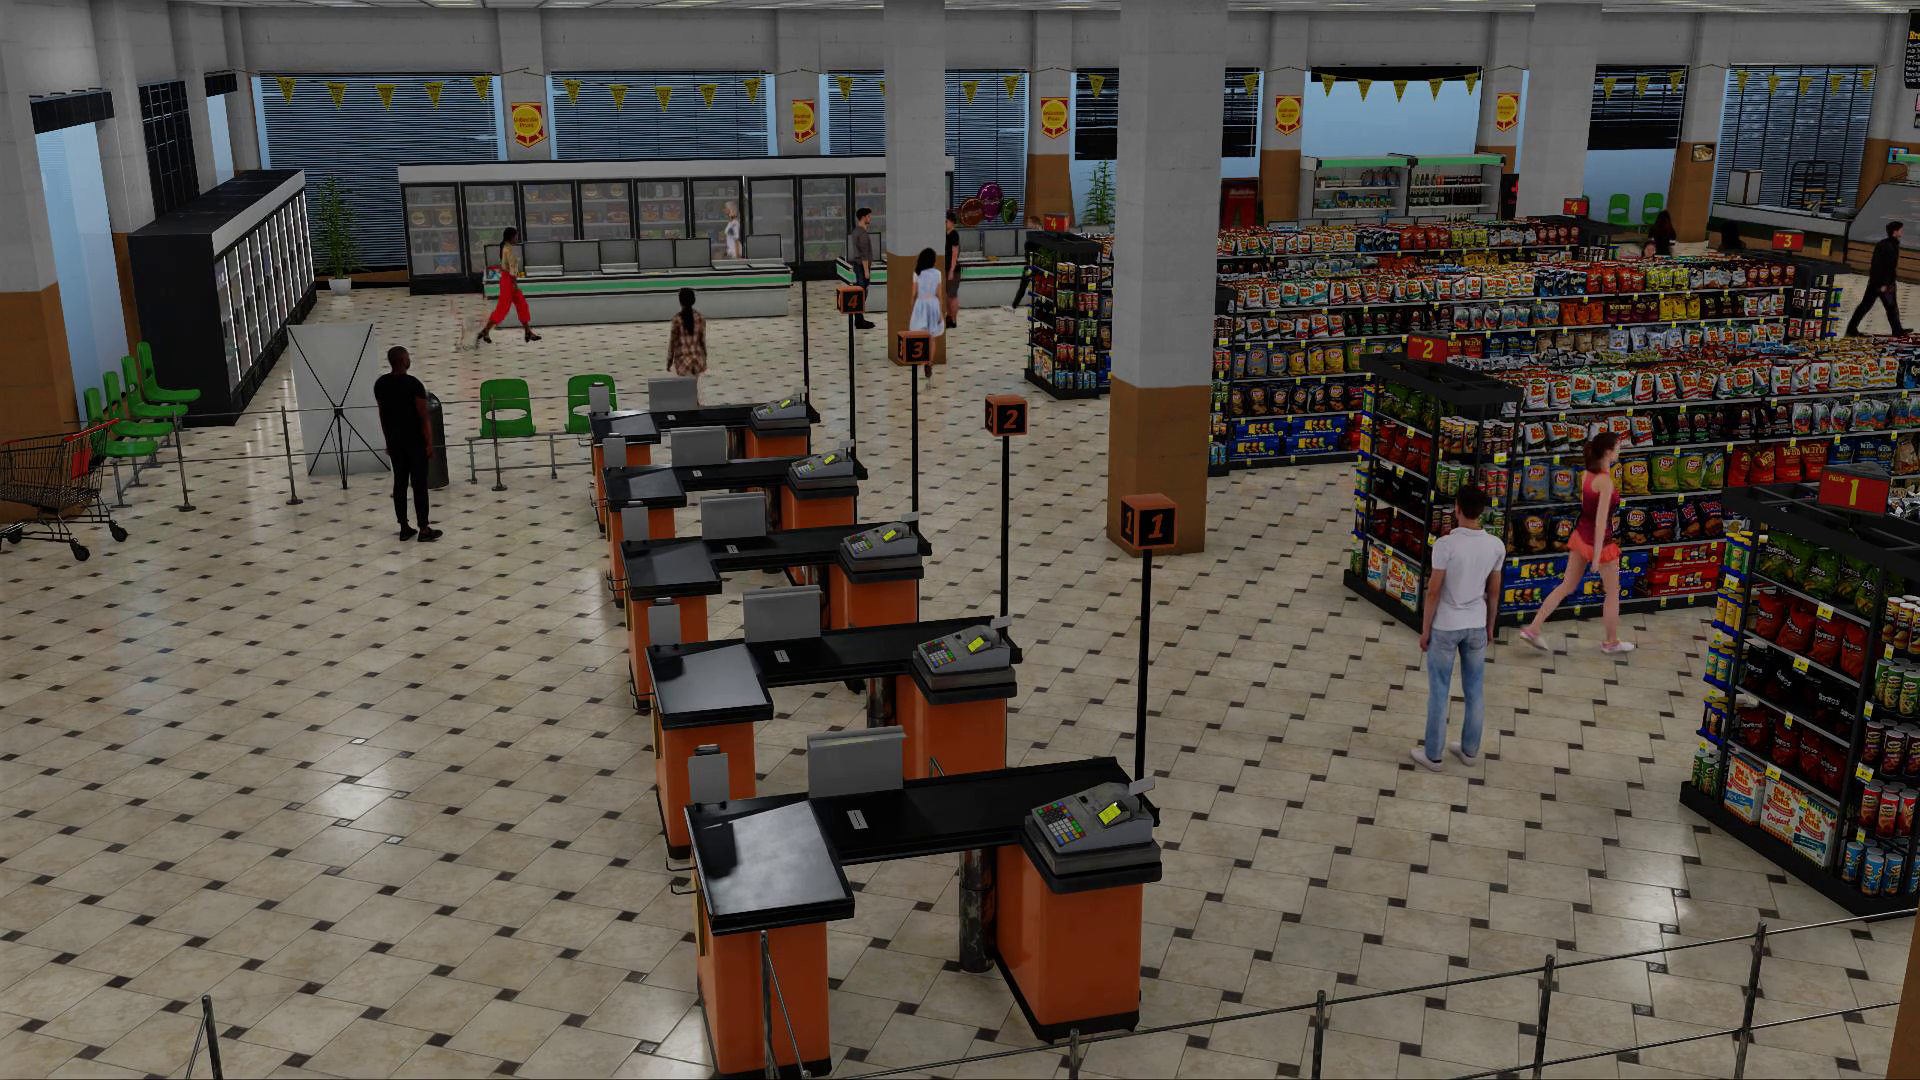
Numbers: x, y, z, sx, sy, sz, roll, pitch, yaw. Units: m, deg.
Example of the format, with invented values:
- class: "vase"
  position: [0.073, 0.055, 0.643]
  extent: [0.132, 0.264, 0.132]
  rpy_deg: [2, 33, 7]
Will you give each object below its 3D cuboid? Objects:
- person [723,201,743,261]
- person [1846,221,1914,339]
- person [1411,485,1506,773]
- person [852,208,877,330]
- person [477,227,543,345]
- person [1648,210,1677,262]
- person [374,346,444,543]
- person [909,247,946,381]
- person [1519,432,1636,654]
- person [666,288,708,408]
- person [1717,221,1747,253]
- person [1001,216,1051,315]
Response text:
- class: "person"
  position: [-3.902, -5.089, 29.335]
  extent: [0.597, 1.734, 0.566]
  rpy_deg: [-5, 18, -16]
- class: "person"
  position: [13.980, -3.923, 25.406]
  extent: [1.238, 1.786, 0.905]
  rpy_deg: [0, 17, -1]
- class: "person"
  position: [3.164, 0.560, 10.531]
  extent: [0.478, 1.851, 0.695]
  rpy_deg: [-4, 17, -13]
- class: "person"
  position: [-1.575, -4.360, 26.646]
  extent: [0.551, 1.900, 0.658]
  rpy_deg: [-4, 17, -14]
- class: "person"
  position: [-6.865, -3.759, 24.937]
  extent: [1.234, 1.744, 0.759]
  rpy_deg: [-9, 19, -28]
- class: "person"
  position: [12.123, -4.848, 28.791]
  extent: [1.089, 1.589, 1.074]
  rpy_deg: [6, 18, 20]
- class: "person"
  position: [-5.111, -0.888, 15.355]
  extent: [0.695, 1.819, 0.812]
  rpy_deg: [5, 18, 16]
- class: "person"
  position: [-0.441, -2.972, 22.294]
  extent: [1.159, 1.774, 0.851]
  rpy_deg: [-2, 17, -5]
- class: "person"
  position: [4.634, 0.054, 12.424]
  extent: [1.112, 1.719, 0.572]
  rpy_deg: [-4, 17, -13]
- class: "person"
  position: [-3.051, -1.939, 18.936]
  extent: [1.090, 1.749, 0.951]
  rpy_deg: [-13, 21, -37]
- class: "person"
  position: [11.724, -3.923, 25.338]
  extent: [0.587, 1.825, 0.745]
  rpy_deg: [-7, 18, -22]
- class: "person"
  position: [1.333, -4.490, 27.516]
  extent: [1.133, 1.645, 0.733]
  rpy_deg: [-2, 17, -7]
